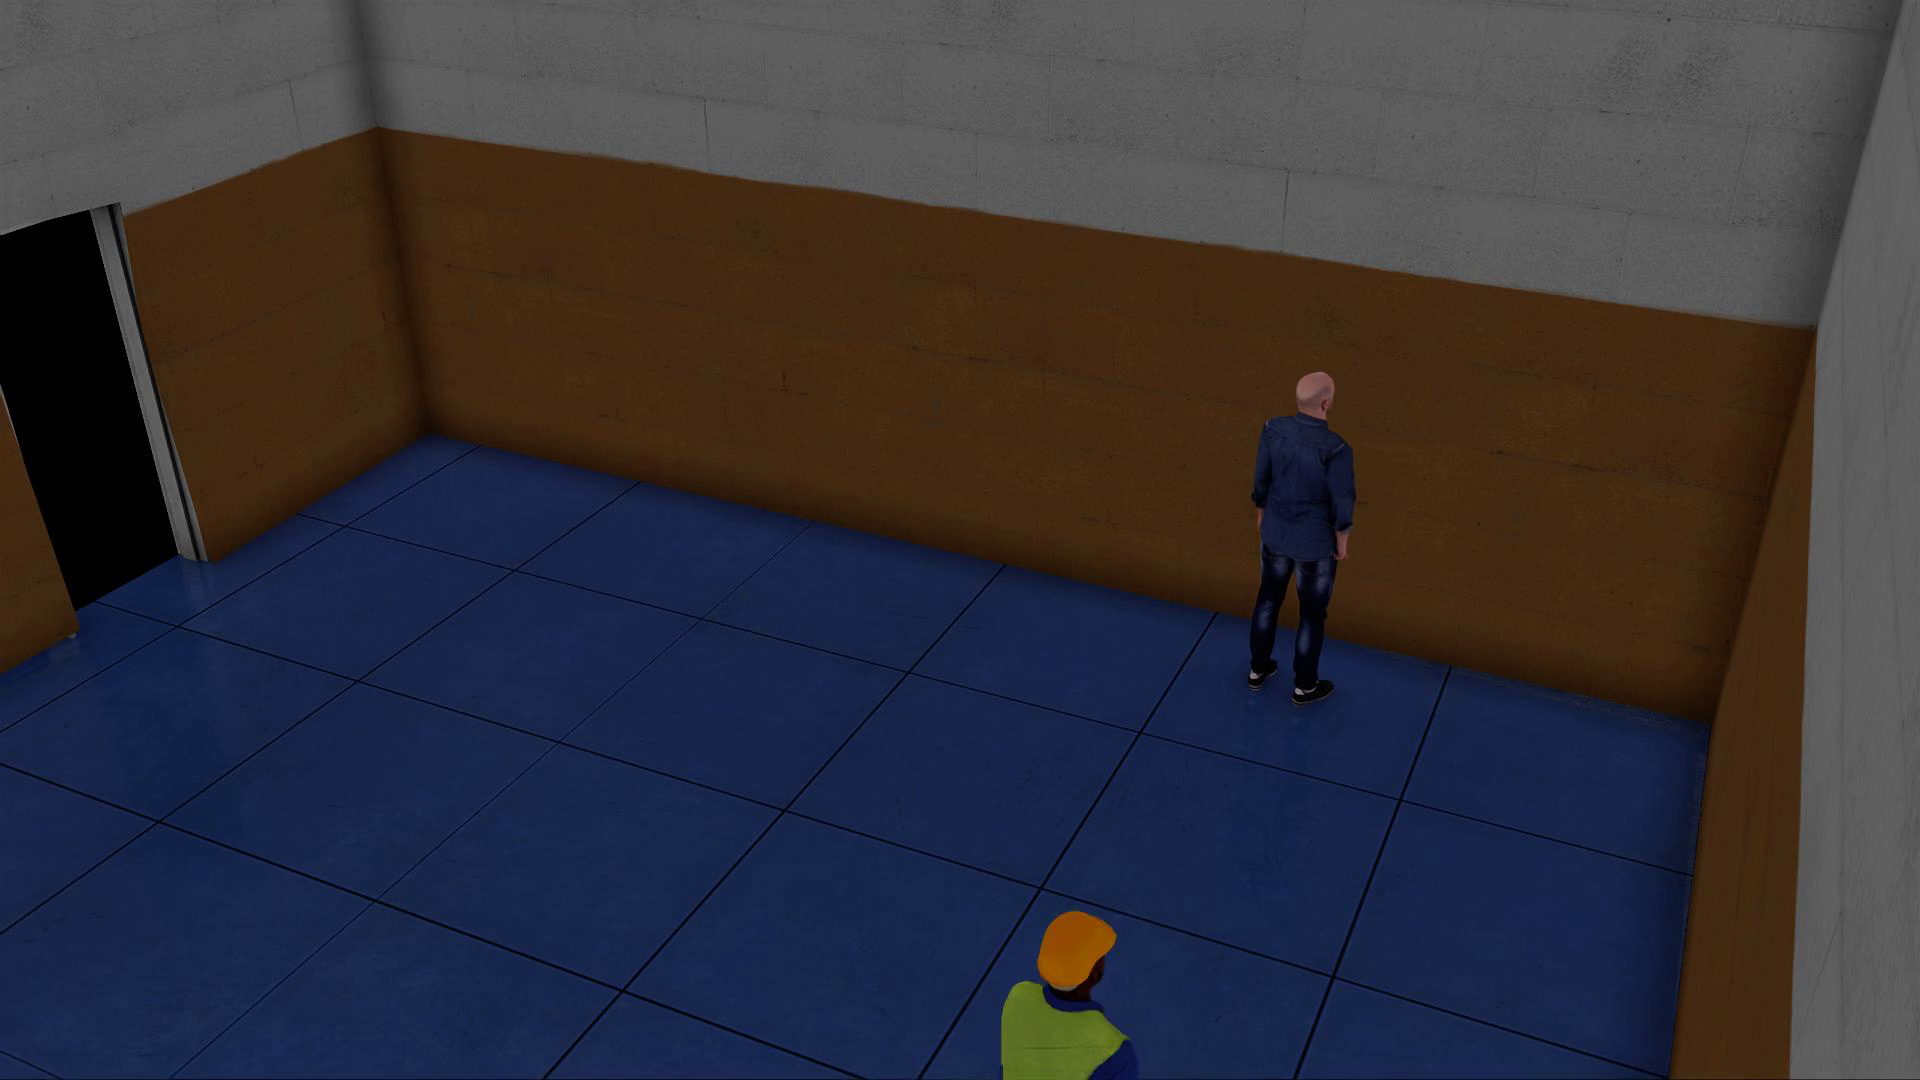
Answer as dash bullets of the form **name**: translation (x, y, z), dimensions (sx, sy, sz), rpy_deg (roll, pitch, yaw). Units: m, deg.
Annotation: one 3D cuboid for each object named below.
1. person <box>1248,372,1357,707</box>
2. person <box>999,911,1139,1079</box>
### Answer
- **person**: translation (1.737, -0.007, 8.489), dimensions (0.619, 1.825, 0.837), rpy_deg (22, 35, 34)
- **person**: translation (0.285, 1.909, 5.014), dimensions (0.967, 1.792, 1.073), rpy_deg (-25, 37, -38)
